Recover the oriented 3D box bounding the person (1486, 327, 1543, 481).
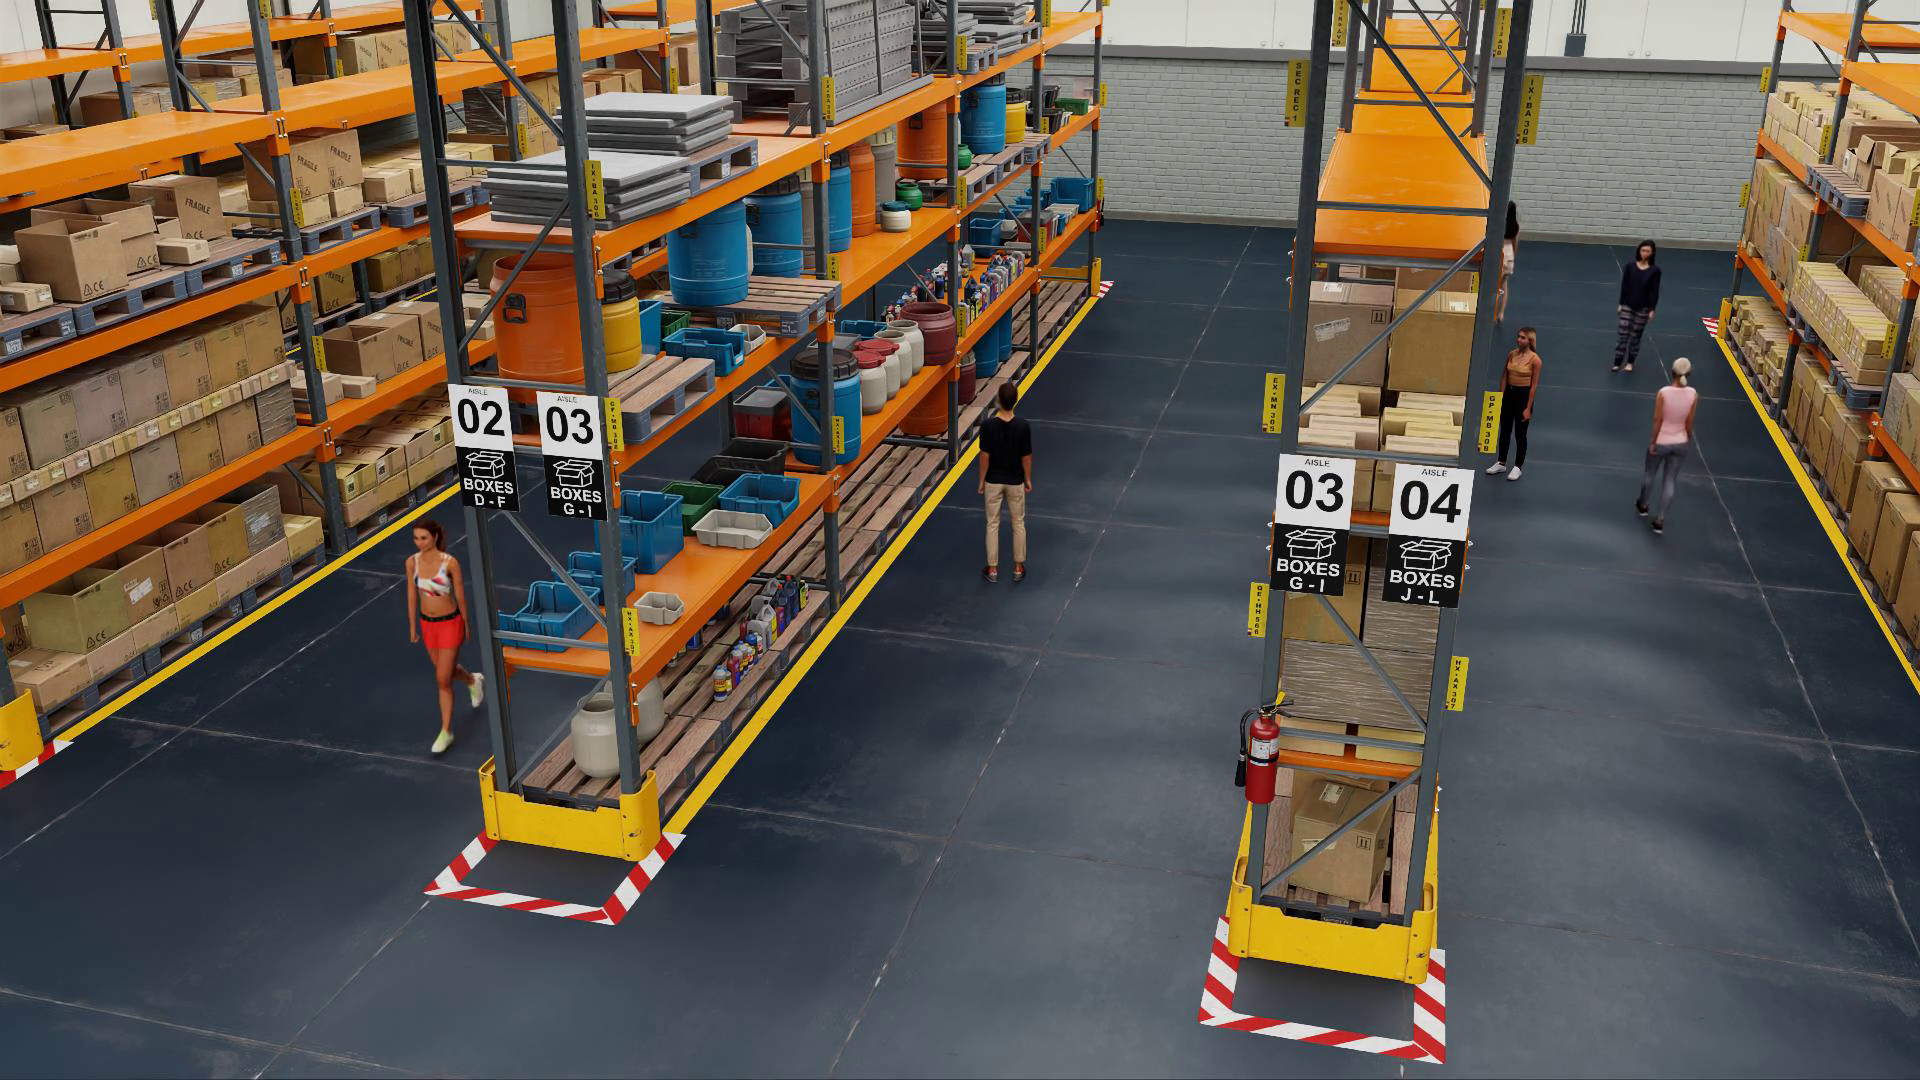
[{"bbox_3d":[5.881,-1.456,17.541,0.688,1.629,0.652,-17,28,-35],"label":"person"}]

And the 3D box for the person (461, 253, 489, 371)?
[{"bbox_3d":[-6.290,-3.039,21.405,0.699,1.701,0.593,8,23,18],"label":"person"}]

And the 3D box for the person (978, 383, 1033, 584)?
[{"bbox_3d":[0.406,-0.519,14.944,0.700,1.861,0.645,-2,22,-4],"label":"person"}]

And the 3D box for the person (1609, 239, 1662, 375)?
[{"bbox_3d":[8.626,-2.972,21.144,0.800,1.708,0.983,15,26,32],"label":"person"}]

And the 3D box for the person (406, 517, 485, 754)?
[{"bbox_3d":[-3.783,0.625,12.281,0.637,1.759,1.096,4,23,9],"label":"person"}]

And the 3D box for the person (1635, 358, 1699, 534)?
[{"bbox_3d":[6.856,-0.883,16.051,0.591,1.696,0.950,4,23,10],"label":"person"}]
